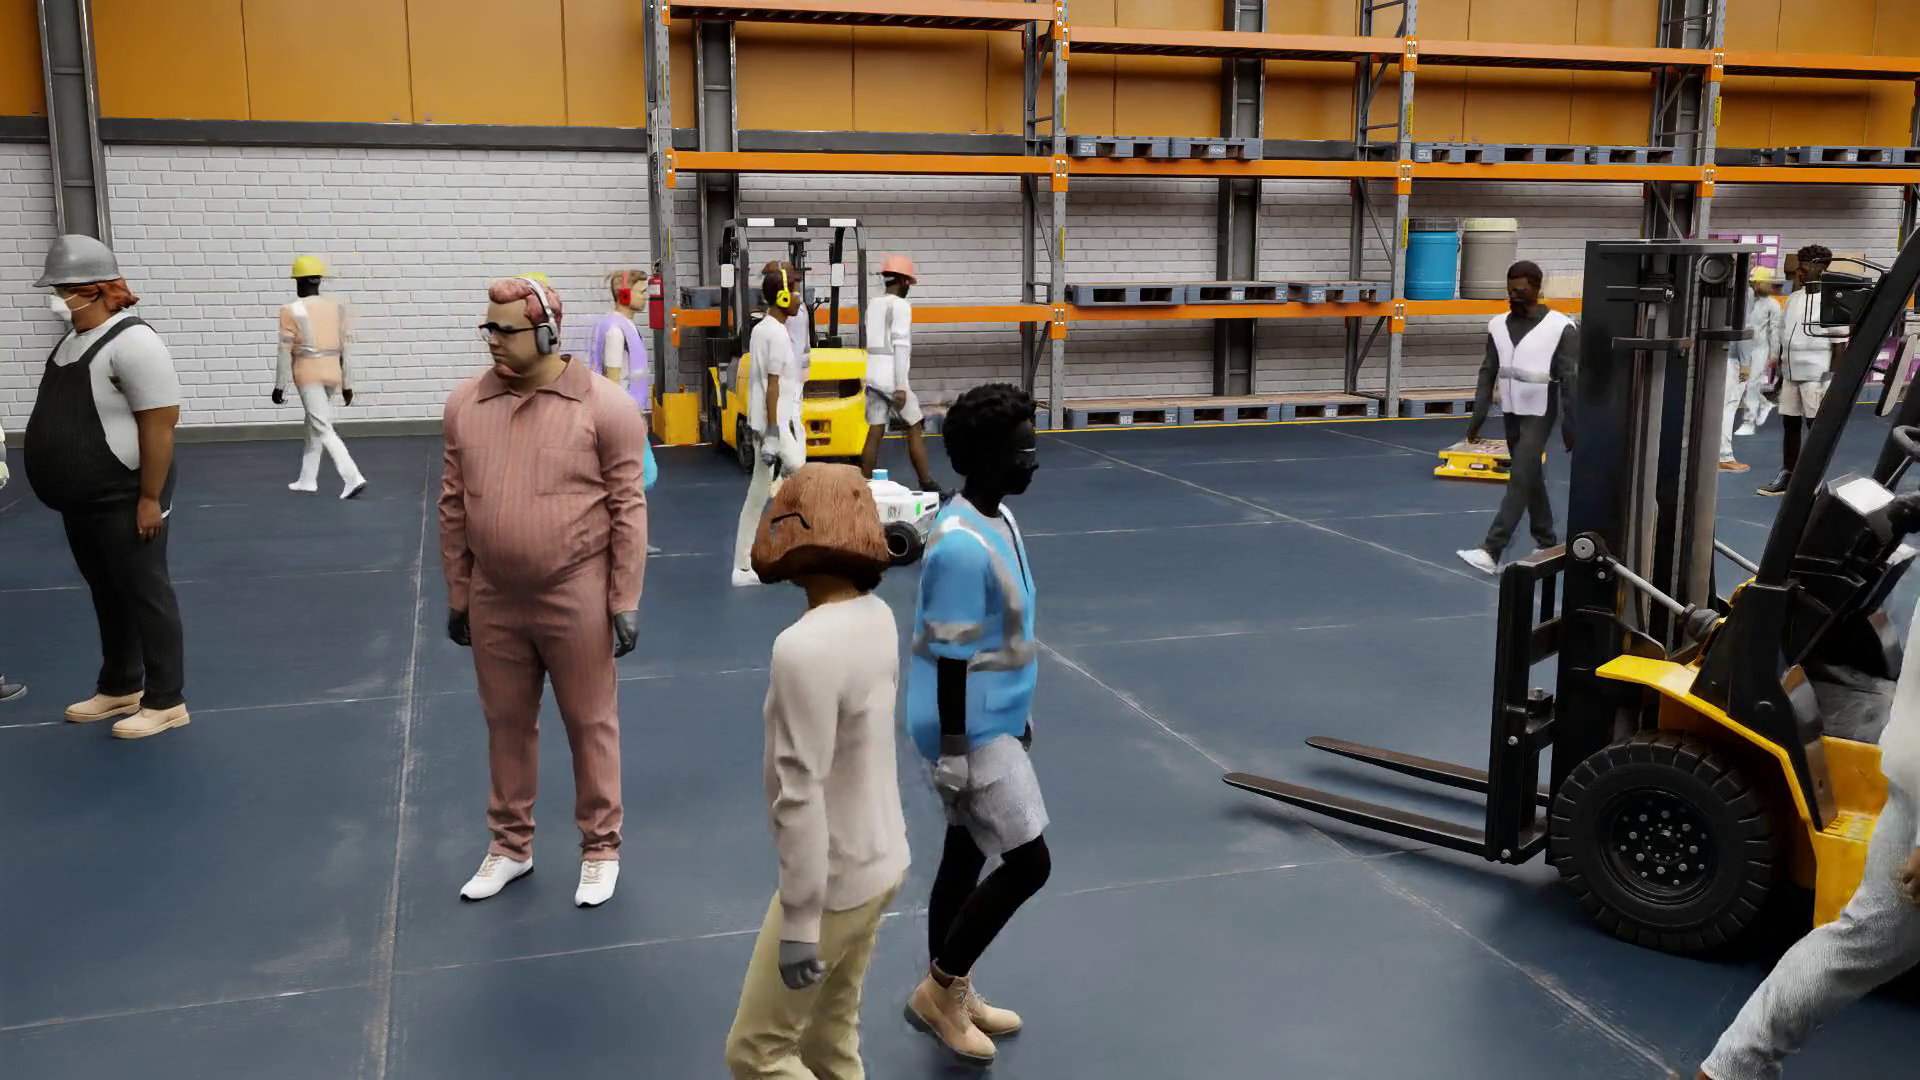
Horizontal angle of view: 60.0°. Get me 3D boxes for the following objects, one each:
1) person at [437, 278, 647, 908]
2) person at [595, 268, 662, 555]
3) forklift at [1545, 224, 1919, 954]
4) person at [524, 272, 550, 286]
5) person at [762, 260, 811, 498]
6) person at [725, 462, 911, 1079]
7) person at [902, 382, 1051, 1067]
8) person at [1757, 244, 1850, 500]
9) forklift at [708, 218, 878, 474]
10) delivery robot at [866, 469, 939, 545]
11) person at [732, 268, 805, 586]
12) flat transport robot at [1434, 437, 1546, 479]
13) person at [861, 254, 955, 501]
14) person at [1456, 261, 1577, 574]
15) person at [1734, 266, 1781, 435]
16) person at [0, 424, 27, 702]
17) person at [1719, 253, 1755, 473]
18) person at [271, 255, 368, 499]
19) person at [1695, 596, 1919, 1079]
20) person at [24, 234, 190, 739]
[{"bbox_3d":[-1.269,0.171,5.016,0.644,1.903,0.399,2,11,11],"label":"person"},{"bbox_3d":[-2.094,-0.781,10.445,0.432,1.831,0.578,-1,10,-8],"label":"person"},{"bbox_3d":[2.909,0.117,4.508,2.313,2.155,1.214,9,14,40],"label":"forklift"},{"bbox_3d":[-3.437,-1.265,13.311,0.554,1.752,0.530,1,10,8],"label":"person"},{"bbox_3d":[-1.383,-1.248,12.960,0.429,1.841,0.633,-3,11,-15],"label":"person"},{"bbox_3d":[-0.248,0.657,3.175,0.324,1.603,0.537,2,11,13],"label":"person"},{"bbox_3d":[0.055,0.457,4.057,0.381,1.684,0.541,1,10,6],"label":"person"},{"bbox_3d":[6.506,-1.278,12.783,0.369,1.967,0.600,-3,11,-16],"label":"person"},{"bbox_3d":[-1.522,-1.778,14.899,1.214,2.155,2.313,-3,11,-17],"label":"forklift"},{"bbox_3d":[-0.506,-0.201,10.495,0.707,0.478,0.477,4,11,22],"label":"delivery robot"},{"bbox_3d":[-0.958,-0.643,9.663,0.883,1.829,0.535,-4,11,-20],"label":"person"},{"bbox_3d":[4.581,-0.709,14.313,0.652,0.197,1.431,6,12,28],"label":"flat transport robot"},{"bbox_3d":[-0.432,-1.172,12.440,0.903,1.879,0.606,-8,13,-36],"label":"person"},{"bbox_3d":[3.325,-0.721,9.977,0.988,1.875,0.608,-5,12,-27],"label":"person"},{"bbox_3d":[8.206,-1.946,17.083,0.581,1.730,0.482,-5,11,-25],"label":"person"},{"bbox_3d":[-4.346,-0.188,7.211,0.591,1.825,0.403,9,14,41],"label":"person"},{"bbox_3d":[6.628,-1.554,14.371,0.353,1.937,0.635,-1,10,-6],"label":"person"},{"bbox_3d":[-4.967,-1.265,12.932,0.951,1.888,0.592,5,12,26],"label":"person"},{"bbox_3d":[2.028,0.490,3.377,1.001,1.887,0.635,5,12,27],"label":"person"},{"bbox_3d":[-3.483,-0.214,6.745,0.687,2.000,0.535,8,13,38],"label":"person"}]
